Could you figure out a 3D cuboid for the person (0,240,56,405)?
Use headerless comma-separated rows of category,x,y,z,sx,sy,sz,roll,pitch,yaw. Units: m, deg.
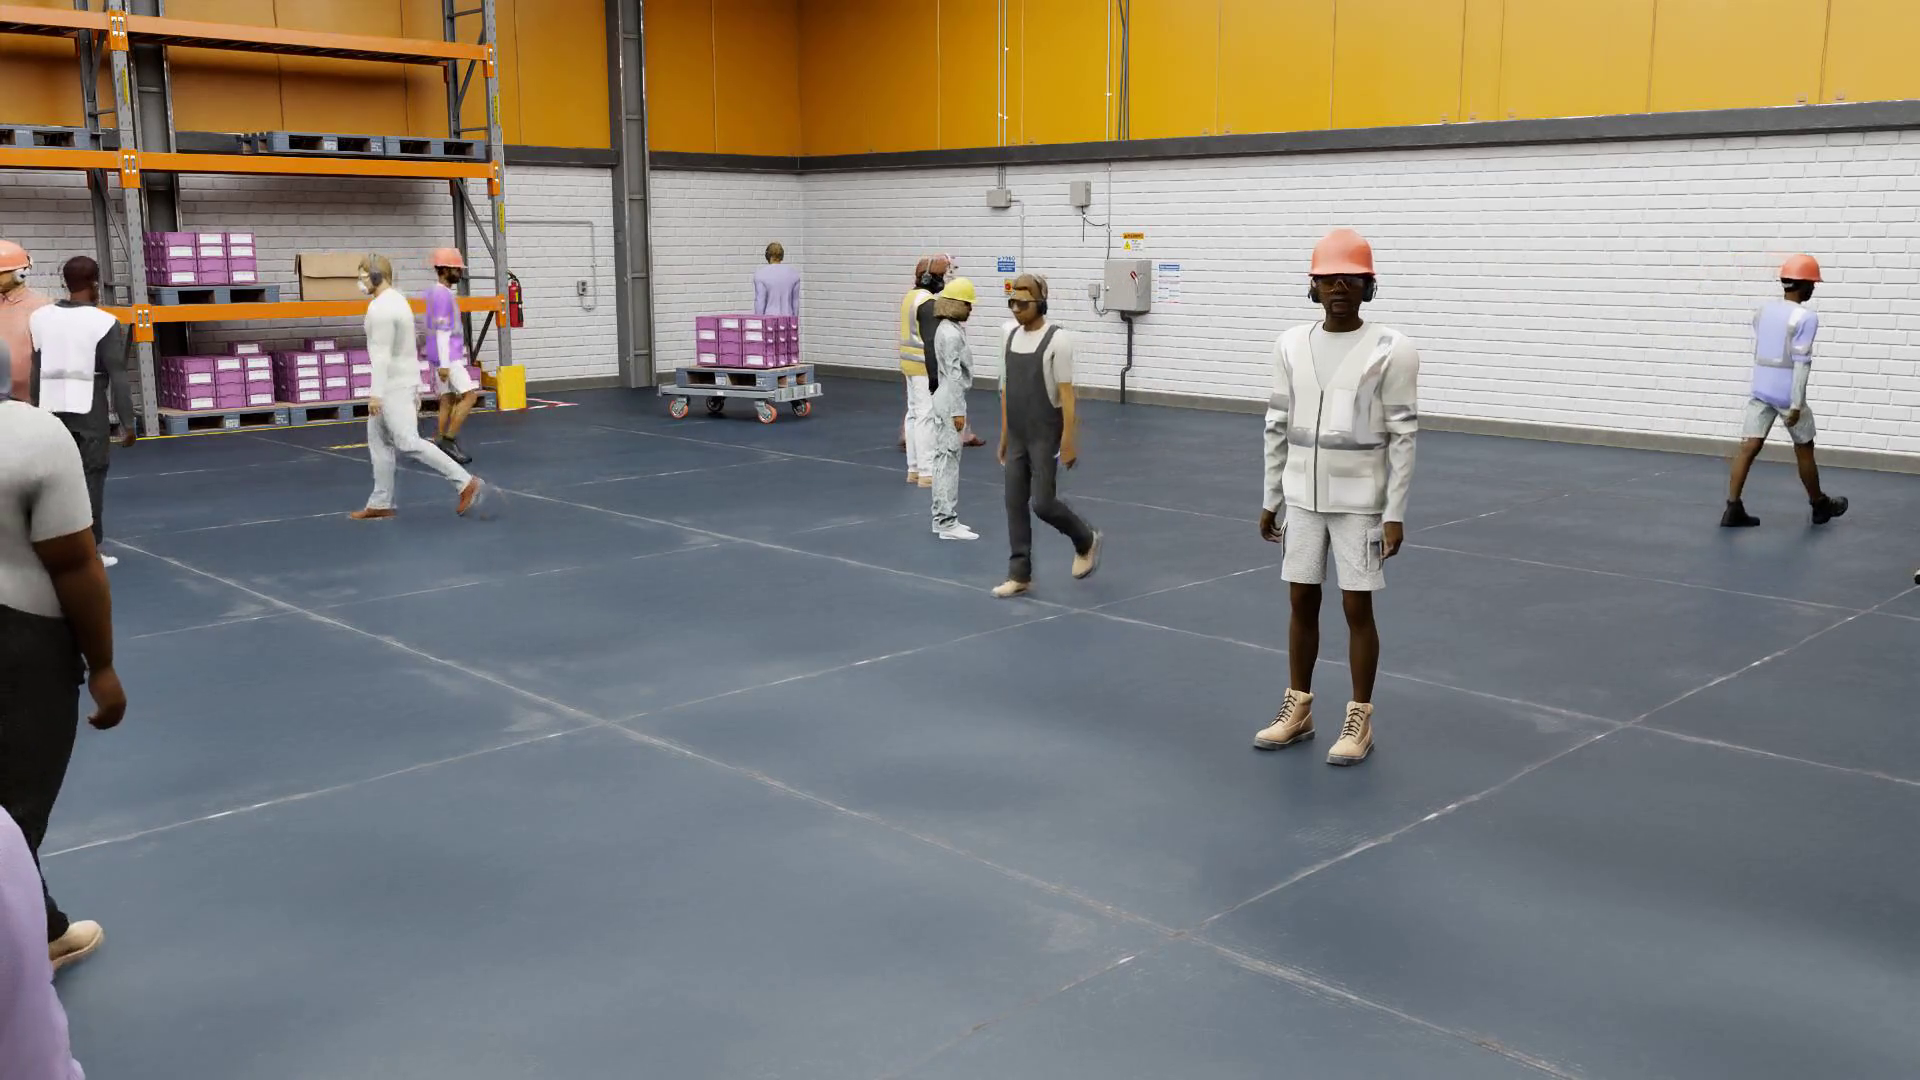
person,-6.030,-0.916,10.686,0.608,1.986,0.391,2,11,10

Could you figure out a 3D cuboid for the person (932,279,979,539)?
person,-0.027,-0.876,11.159,0.311,1.735,0.484,-1,10,-8

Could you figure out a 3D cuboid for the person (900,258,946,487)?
person,-0.267,-1.353,13.481,0.430,1.838,0.624,-3,11,-16

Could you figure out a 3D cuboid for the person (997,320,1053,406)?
person,0.565,-1.223,13.428,0.542,1.583,0.877,-1,10,-3

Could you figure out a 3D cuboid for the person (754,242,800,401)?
person,-2.250,-2.669,20.374,0.636,1.939,0.363,-8,13,-38

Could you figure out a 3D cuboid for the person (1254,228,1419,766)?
person,1.426,-0.159,6.394,0.614,2.045,0.368,9,13,39

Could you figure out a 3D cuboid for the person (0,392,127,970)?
person,-2.468,0.264,4.105,0.687,2.000,1.011,1,10,4

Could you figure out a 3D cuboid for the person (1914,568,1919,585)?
person,5.856,-0.620,9.496,0.972,1.829,0.603,-8,13,-39

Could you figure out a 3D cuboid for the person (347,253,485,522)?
person,-3.873,-1.061,11.732,0.916,1.902,0.678,-2,11,-9

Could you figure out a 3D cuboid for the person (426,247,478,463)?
person,-4.486,-1.614,14.694,0.426,1.922,0.542,-4,11,-23

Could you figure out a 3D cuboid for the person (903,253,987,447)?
person,-0.166,-1.763,15.656,0.980,1.863,0.651,-6,12,-30

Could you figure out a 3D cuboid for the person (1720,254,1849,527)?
person,5.762,-1.023,11.541,0.985,1.883,0.549,-4,11,-20

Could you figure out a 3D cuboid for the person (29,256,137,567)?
person,-5.294,-0.750,10.037,0.624,1.891,0.460,2,11,13

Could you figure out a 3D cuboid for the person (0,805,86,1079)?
person,-1.067,0.812,1.483,0.641,1.908,0.407,-2,11,-11

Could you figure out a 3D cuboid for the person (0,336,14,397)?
person,-4.631,-0.296,7.559,0.888,1.908,0.404,-4,11,-23

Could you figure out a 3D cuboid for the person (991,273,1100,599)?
person,0.469,-0.587,9.350,0.647,1.823,0.509,-9,14,-41
